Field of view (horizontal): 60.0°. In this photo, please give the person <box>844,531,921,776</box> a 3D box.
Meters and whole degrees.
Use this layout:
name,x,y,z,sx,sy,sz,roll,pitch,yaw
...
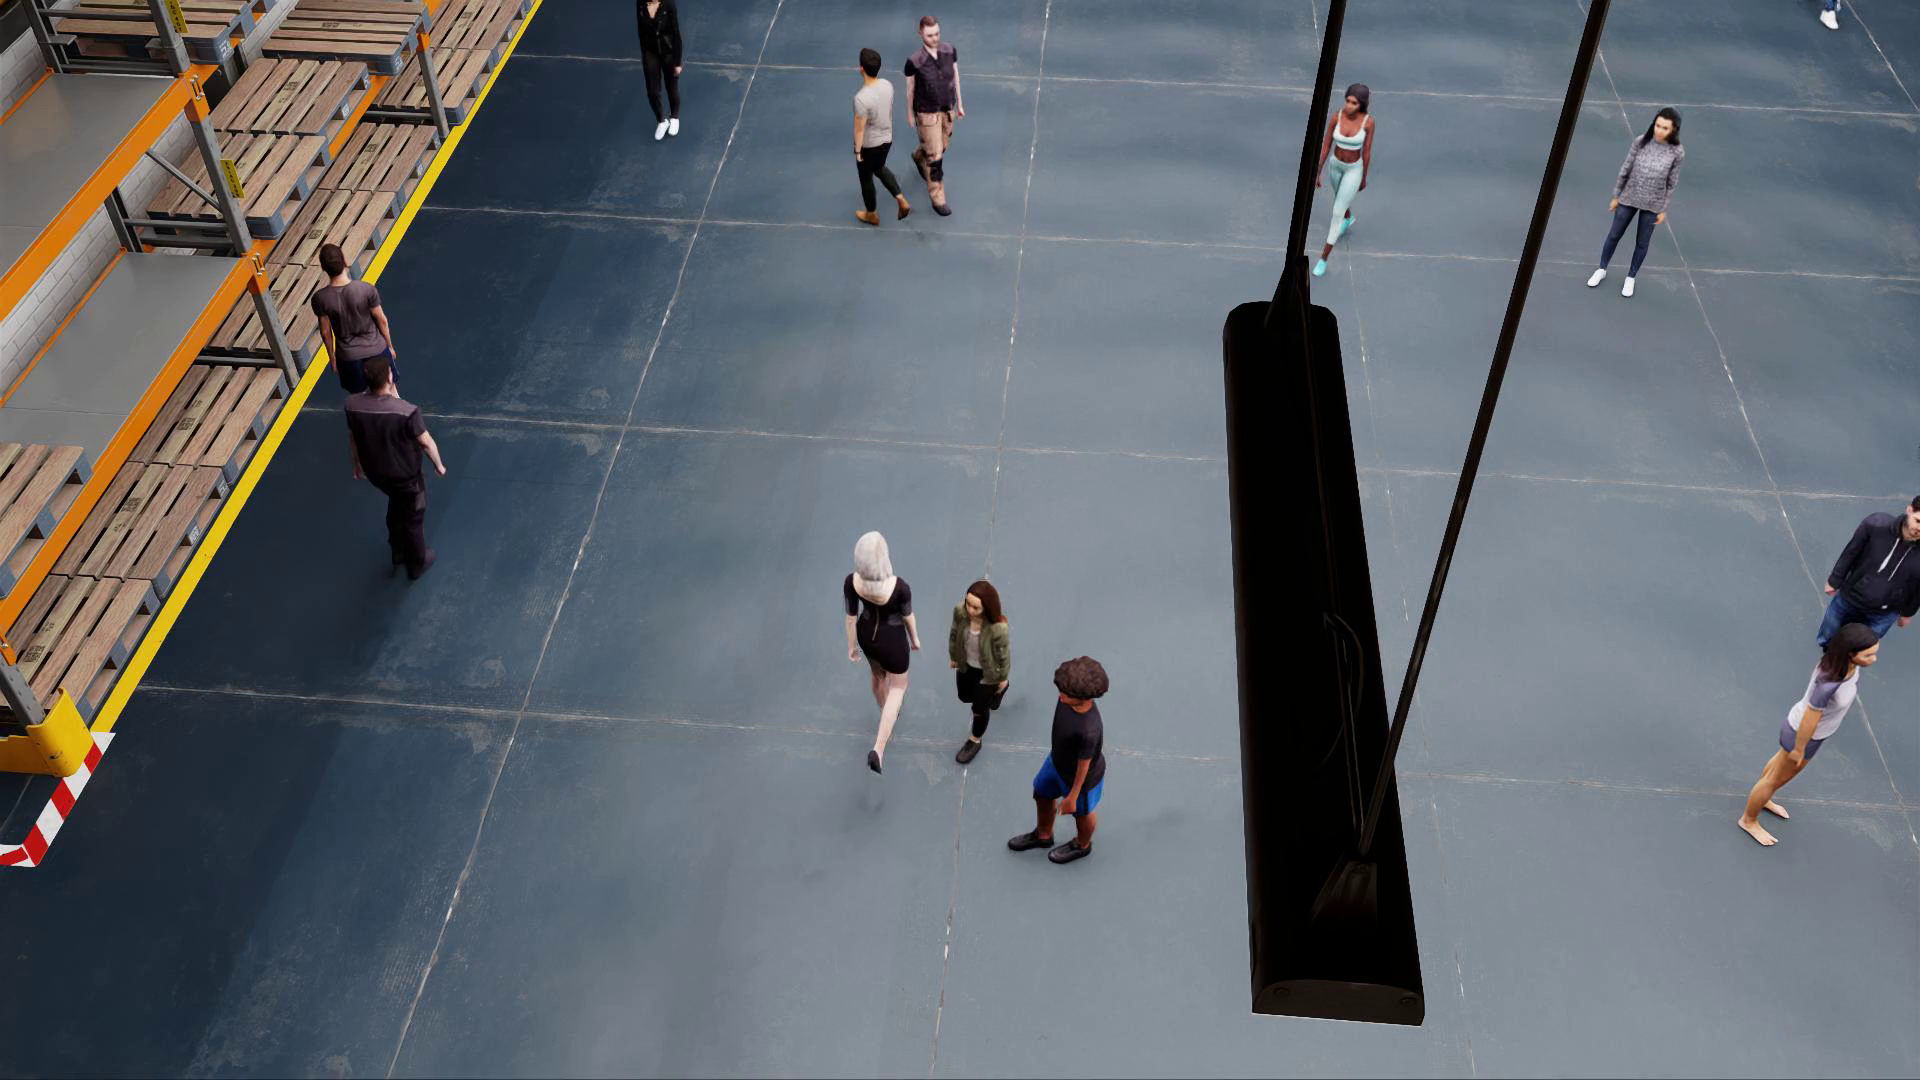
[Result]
name,x,y,z,sx,sy,sz,roll,pitch,yaw
person,-0.496,0.711,10.280,0.718,1.809,1.050,10,45,10

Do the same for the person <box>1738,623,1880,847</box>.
name,x,y,z,sx,sy,sz,roll,pitch,yaw
person,5.054,1.120,9.905,0.722,1.733,0.632,31,52,29

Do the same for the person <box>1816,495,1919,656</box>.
name,x,y,z,sx,sy,sz,roll,pitch,yaw
person,5.830,0.324,10.638,0.943,1.876,1.075,28,50,26

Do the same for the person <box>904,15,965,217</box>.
name,x,y,z,sx,sy,sz,roll,pitch,yaw
person,-0.275,-3.958,15.178,1.115,1.813,1.228,-26,49,-25

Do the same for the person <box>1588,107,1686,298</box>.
name,x,y,z,sx,sy,sz,roll,pitch,yaw
person,5.788,-2.880,14.106,0.692,1.731,0.670,22,48,21

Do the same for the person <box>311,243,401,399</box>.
name,x,y,z,sx,sy,sz,roll,pitch,yaw
person,-4.476,-1.383,12.450,0.717,1.848,0.712,-17,46,-17

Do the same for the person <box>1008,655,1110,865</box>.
name,x,y,z,sx,sy,sz,roll,pitch,yaw
person,0.745,1.290,9.690,0.848,1.785,0.803,-11,45,-12

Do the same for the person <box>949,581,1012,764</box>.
name,x,y,z,sx,sy,sz,roll,pitch,yaw
person,0.172,0.765,10.477,0.832,1.460,0.950,27,50,25

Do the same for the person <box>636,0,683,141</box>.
name,x,y,z,sx,sy,sz,roll,pitch,yaw
person,-2.850,-4.731,16.092,0.602,1.671,0.611,4,44,4

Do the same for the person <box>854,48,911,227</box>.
name,x,y,z,sx,sy,sz,roll,pitch,yaw
person,-0.703,-3.520,14.798,0.909,1.704,0.876,31,52,29

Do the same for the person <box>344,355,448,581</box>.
name,x,y,z,sx,sy,sz,roll,pitch,yaw
person,-3.920,-0.415,11.448,0.787,1.829,0.670,8,44,8

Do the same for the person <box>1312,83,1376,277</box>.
name,x,y,z,sx,sy,sz,roll,pitch,yaw
person,3.385,-3.230,14.514,0.951,1.674,1.245,24,49,23
